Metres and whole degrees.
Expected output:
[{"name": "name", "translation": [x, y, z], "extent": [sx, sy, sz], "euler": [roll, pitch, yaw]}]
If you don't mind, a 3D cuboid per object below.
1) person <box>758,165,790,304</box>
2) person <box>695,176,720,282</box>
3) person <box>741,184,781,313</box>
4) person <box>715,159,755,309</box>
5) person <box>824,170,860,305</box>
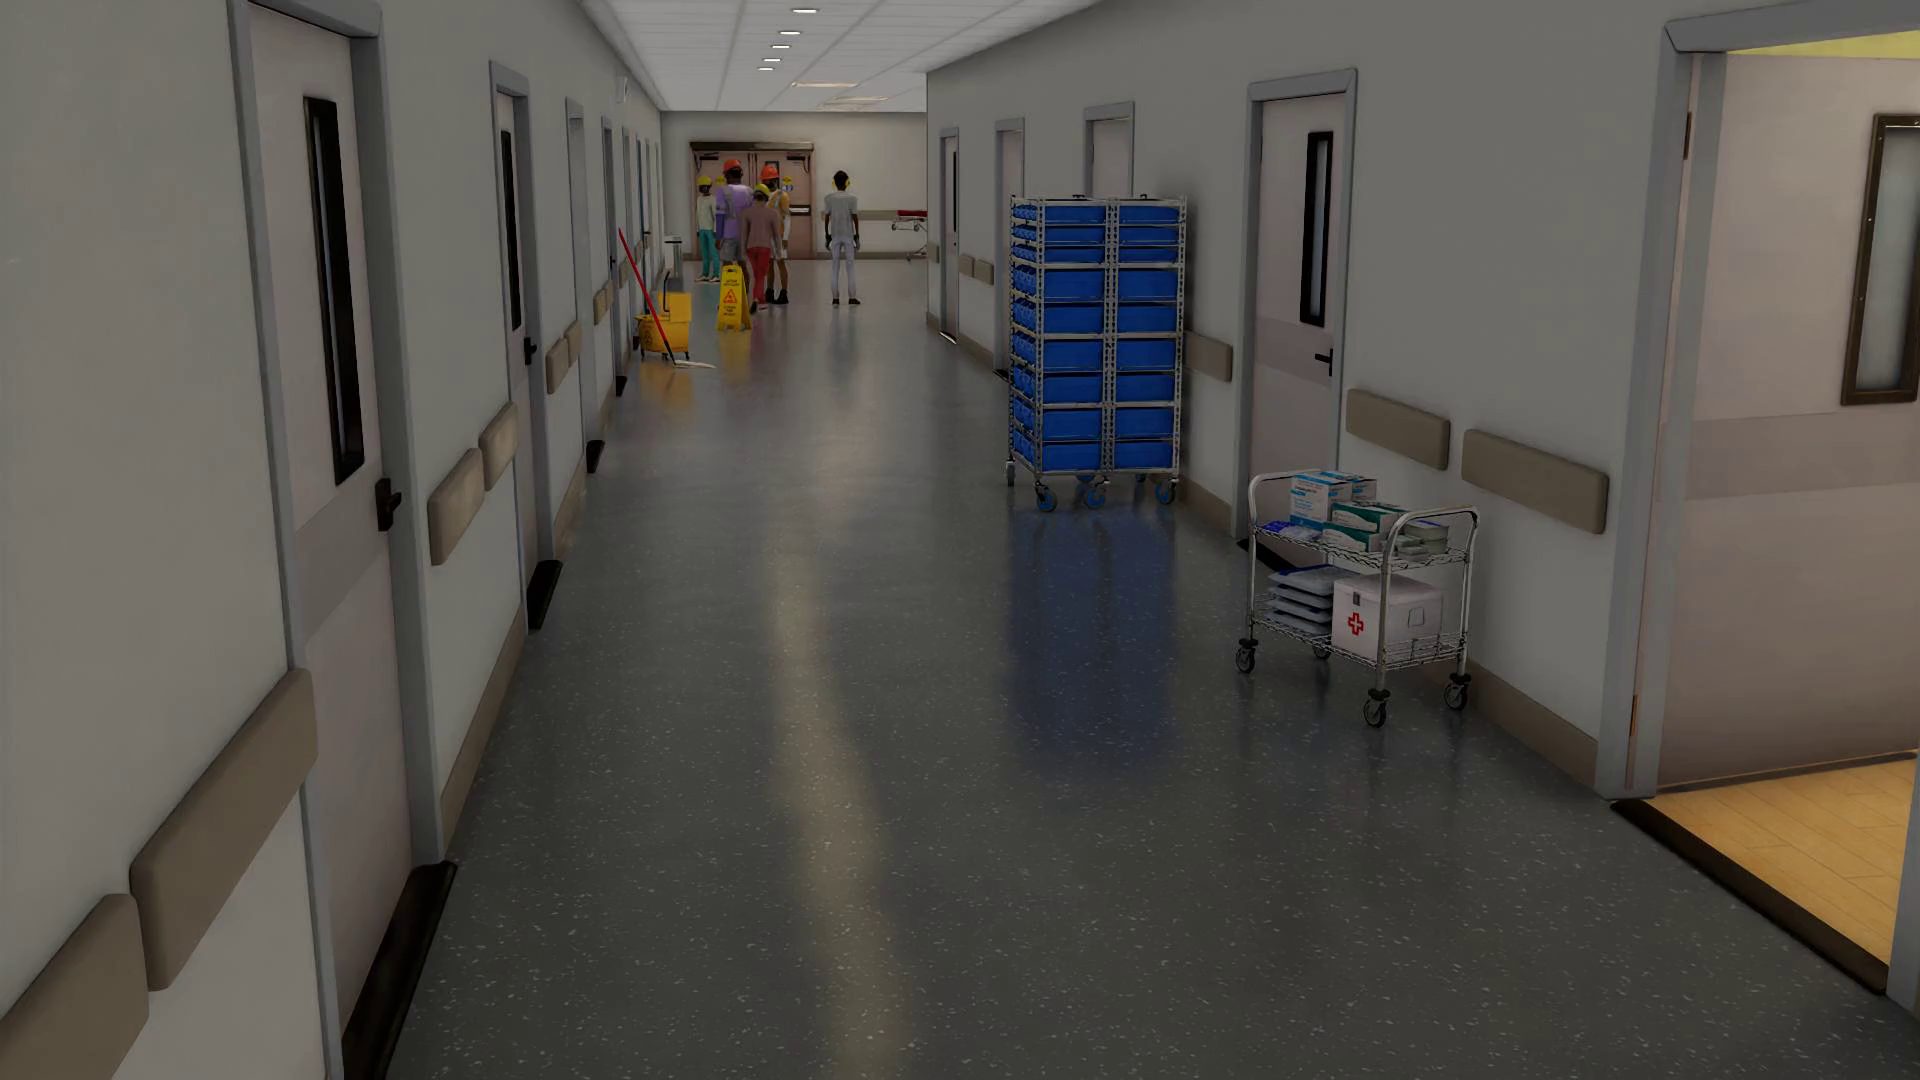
[{"name": "person", "translation": [-2.646, -4.295, 23.457], "extent": [0.549, 1.934, 0.374], "euler": [9, 16, 36]}, {"name": "person", "translation": [-4.245, -5.208, 27.893], "extent": [0.526, 1.769, 0.328], "euler": [12, 17, 42]}, {"name": "person", "translation": [-2.687, -3.900, 22.249], "extent": [0.530, 1.704, 0.910], "euler": [2, 13, 8]}, {"name": "person", "translation": [-3.069, -4.148, 22.610], "extent": [0.619, 2.028, 0.409], "euler": [-11, 17, -41]}, {"name": "person", "translation": [-1.645, -4.227, 23.310], "extent": [0.511, 1.869, 0.329], "euler": [2, 13, 8]}]
